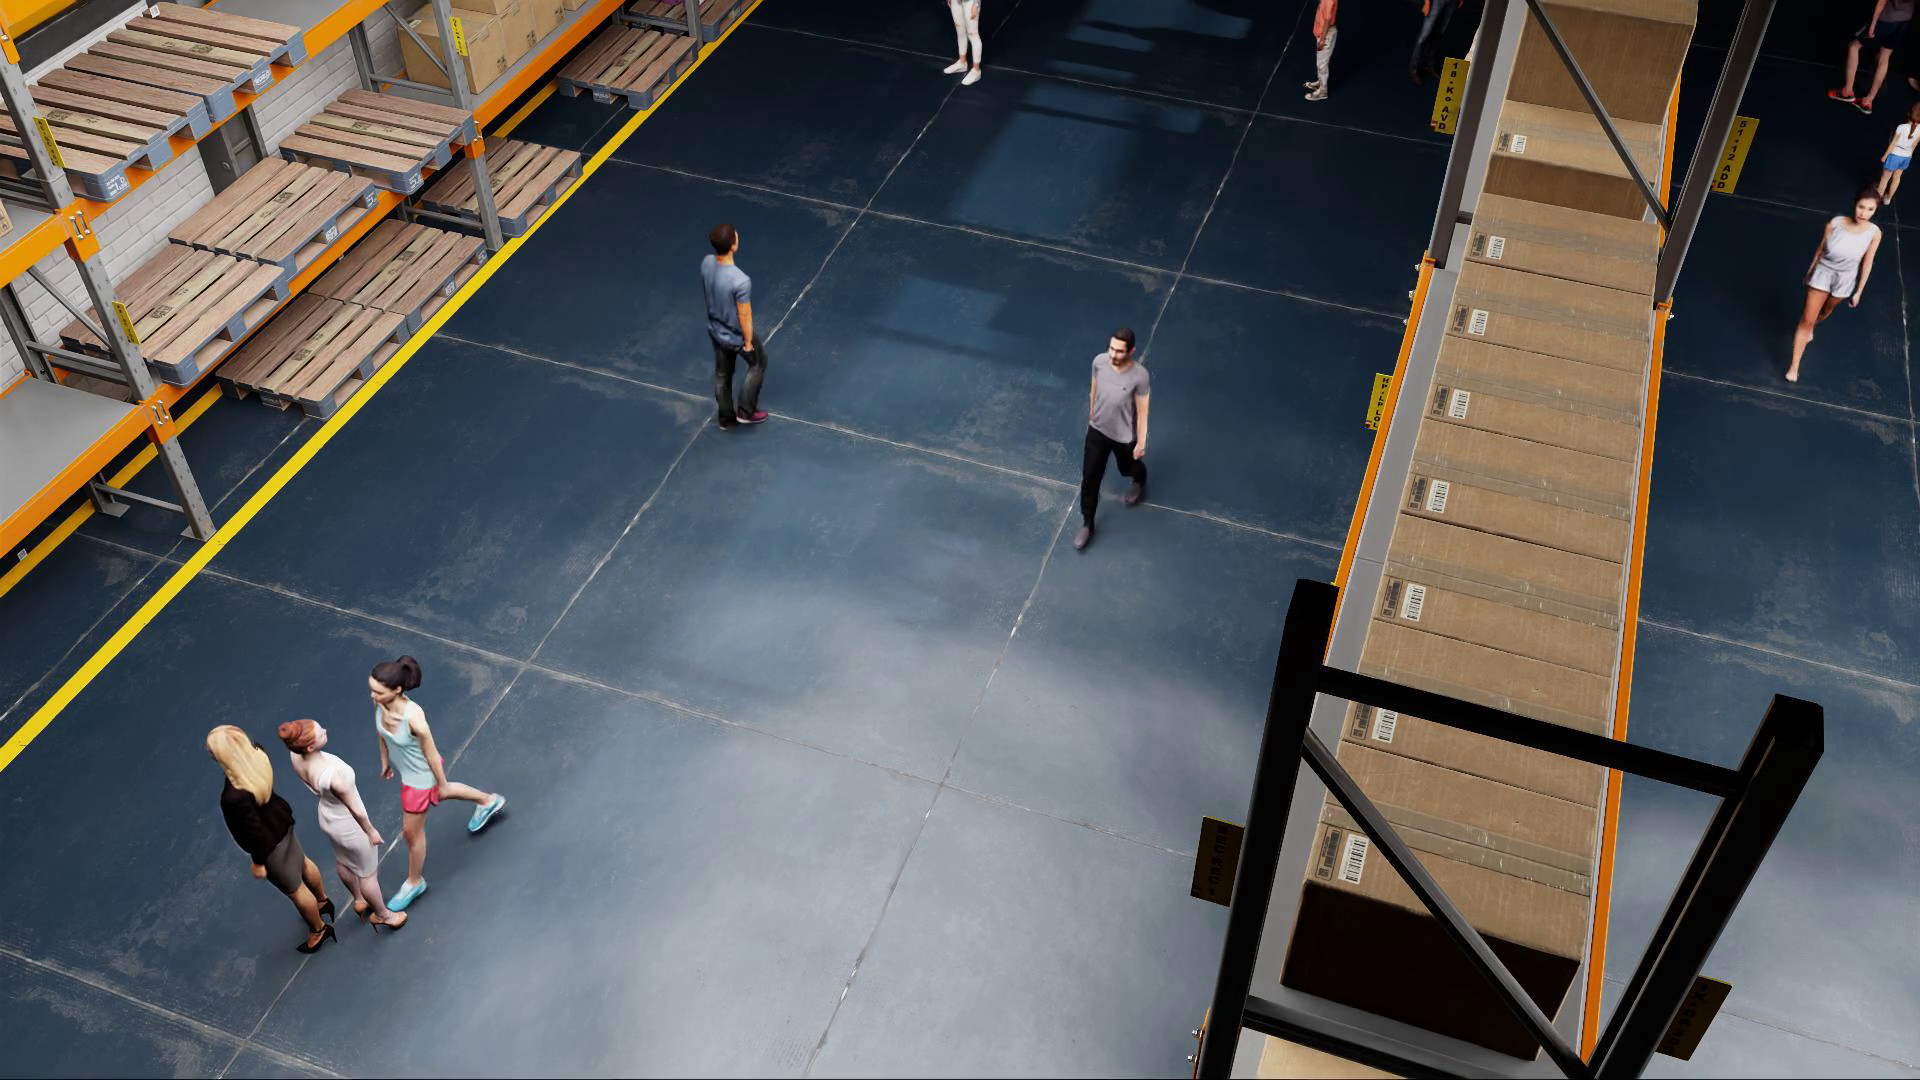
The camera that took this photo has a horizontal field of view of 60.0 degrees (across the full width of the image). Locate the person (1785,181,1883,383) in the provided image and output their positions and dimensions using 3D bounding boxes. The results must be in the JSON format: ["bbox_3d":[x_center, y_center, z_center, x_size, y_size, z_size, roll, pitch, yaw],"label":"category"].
[{"bbox_3d":[6.955,-2.110,13.229,0.643,1.568,1.092,18,46,18],"label":"person"}]

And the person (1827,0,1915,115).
[{"bbox_3d":[9.030,-4.978,16.044,0.815,1.838,0.859,-10,44,-10],"label":"person"}]

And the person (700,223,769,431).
[{"bbox_3d":[-1.777,-1.536,12.462,0.747,1.795,0.749,27,50,25],"label":"person"}]

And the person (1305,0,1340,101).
[{"bbox_3d":[3.645,-5.022,16.475,0.559,1.306,0.412,6,44,6],"label":"person"}]

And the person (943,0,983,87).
[{"bbox_3d":[0.069,-5.397,16.584,0.688,1.700,0.690,-29,51,-27],"label":"person"}]

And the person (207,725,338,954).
[{"bbox_3d":[-3.752,1.632,9.101,0.748,1.844,0.641,-7,44,-7],"label":"person"}]

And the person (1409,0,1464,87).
[{"bbox_3d":[4.791,-5.404,16.535,0.693,1.778,0.764,-19,47,-19],"label":"person"}]

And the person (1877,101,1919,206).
[{"bbox_3d":[8.526,-3.508,15.095,0.479,1.019,0.502,-4,44,-4],"label":"person"}]

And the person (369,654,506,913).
[{"bbox_3d":[-3.049,1.282,9.556,0.889,1.722,1.239,32,52,29],"label":"person"}]

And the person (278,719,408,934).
[{"bbox_3d":[-3.413,1.579,9.194,0.619,1.792,0.571,28,50,26],"label":"person"}]

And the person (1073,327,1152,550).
[{"bbox_3d":[1.135,-0.807,11.742,0.753,1.733,1.155,21,47,20],"label":"person"}]
